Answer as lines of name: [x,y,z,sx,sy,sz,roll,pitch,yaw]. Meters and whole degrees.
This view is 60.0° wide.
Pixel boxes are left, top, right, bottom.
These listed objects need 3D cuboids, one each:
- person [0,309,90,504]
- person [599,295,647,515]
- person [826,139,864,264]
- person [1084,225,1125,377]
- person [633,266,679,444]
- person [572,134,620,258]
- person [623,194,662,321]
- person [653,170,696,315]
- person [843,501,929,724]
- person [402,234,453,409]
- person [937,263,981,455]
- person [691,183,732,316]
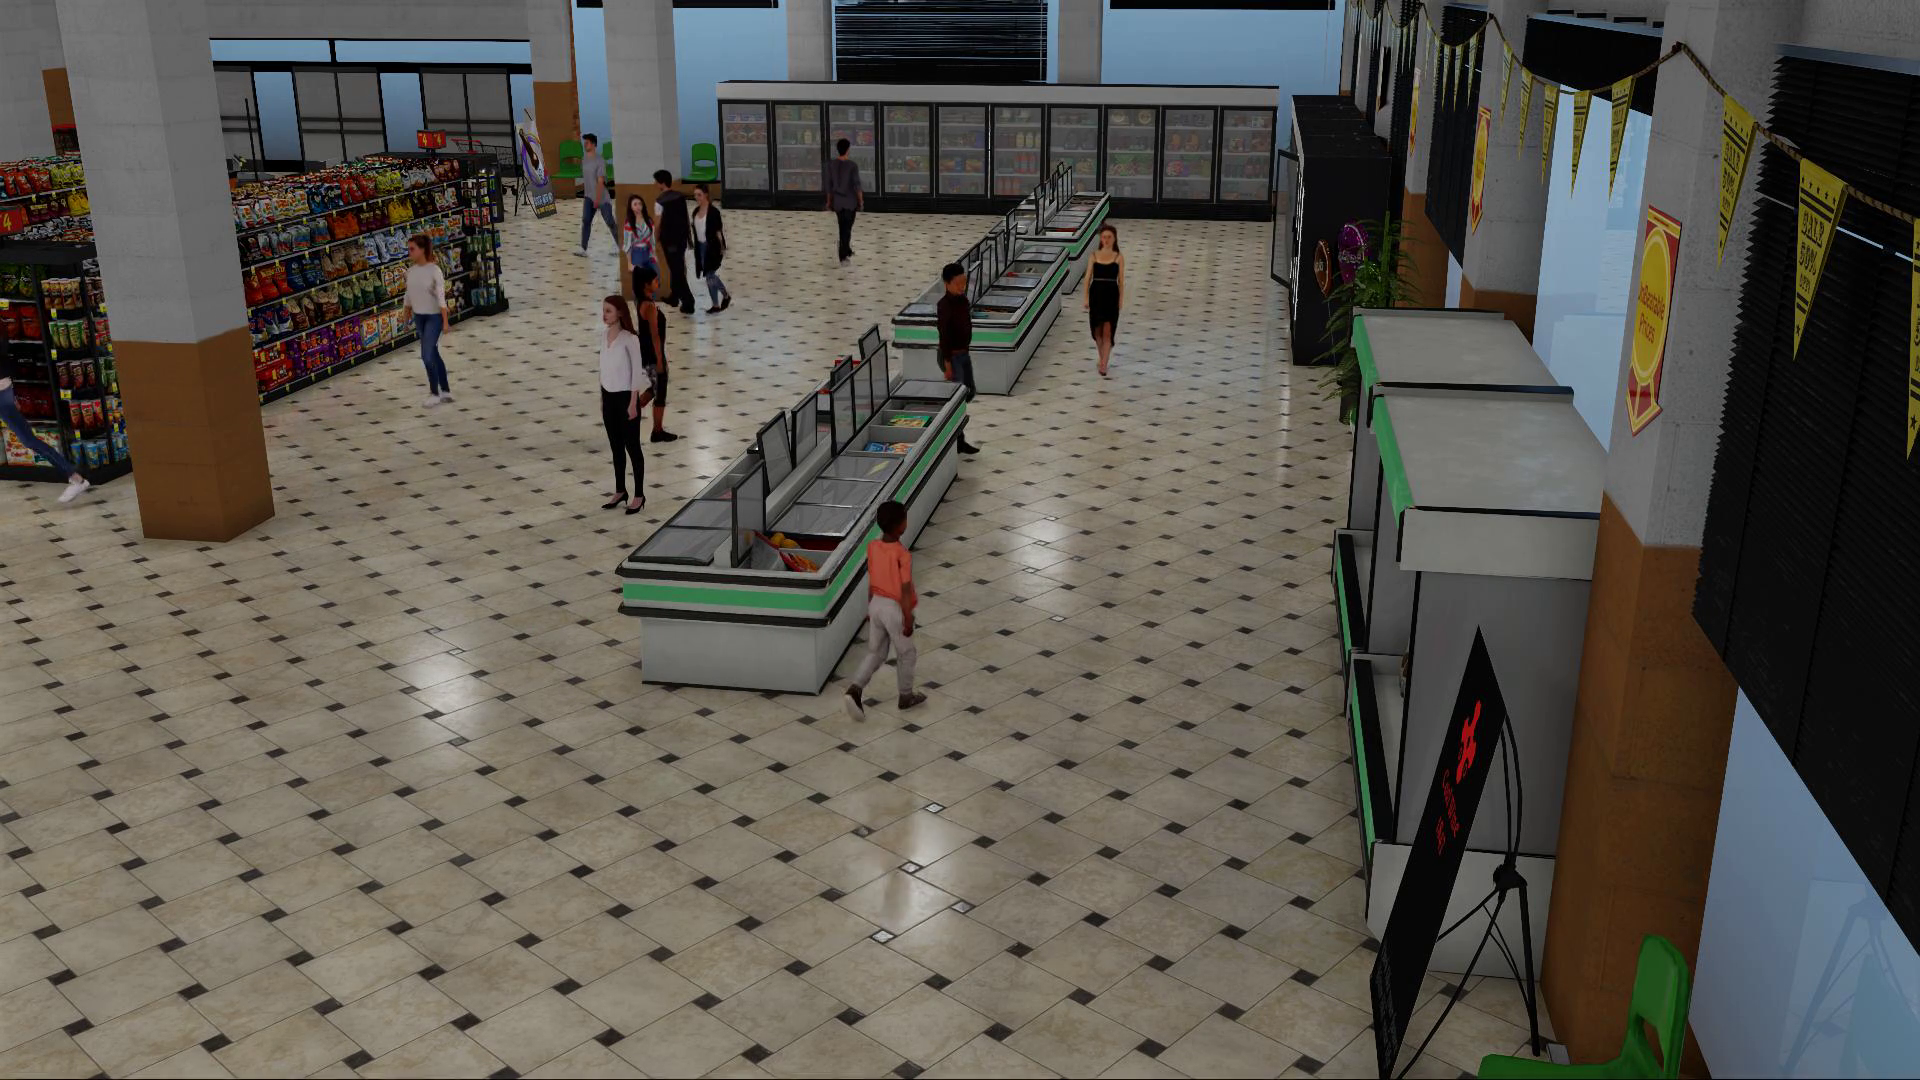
person: [-7.585,-1.078,13.337,1.066,1.727,1.277,-6,20,-17]
person: [-2.709,-1.087,13.314,0.664,1.758,0.658,14,23,36]
person: [-1.753,-5.047,24.976,0.873,1.812,1.149,8,20,22]
person: [1.567,-2.594,18.067,0.583,1.576,1.116,4,19,11]
person: [-2.906,-1.685,15.258,0.859,1.650,0.816,-9,21,-25]
person: [-5.501,-5.275,25.594,0.963,1.849,1.261,11,21,29]
person: [-3.999,-3.487,20.681,0.706,1.599,0.768,-13,23,-34]
person: [-3.580,-3.776,21.198,1.030,1.817,1.046,17,25,40]
person: [-0.446,0.426,9.554,0.751,1.294,0.917,15,24,38]
person: [-5.275,-2.208,16.727,0.752,1.701,0.837,10,21,27]
person: [-0.129,-1.607,14.871,0.845,1.749,0.817,6,20,18]
person: [-3.142,-3.709,21.230,0.789,1.669,0.857,14,23,36]
